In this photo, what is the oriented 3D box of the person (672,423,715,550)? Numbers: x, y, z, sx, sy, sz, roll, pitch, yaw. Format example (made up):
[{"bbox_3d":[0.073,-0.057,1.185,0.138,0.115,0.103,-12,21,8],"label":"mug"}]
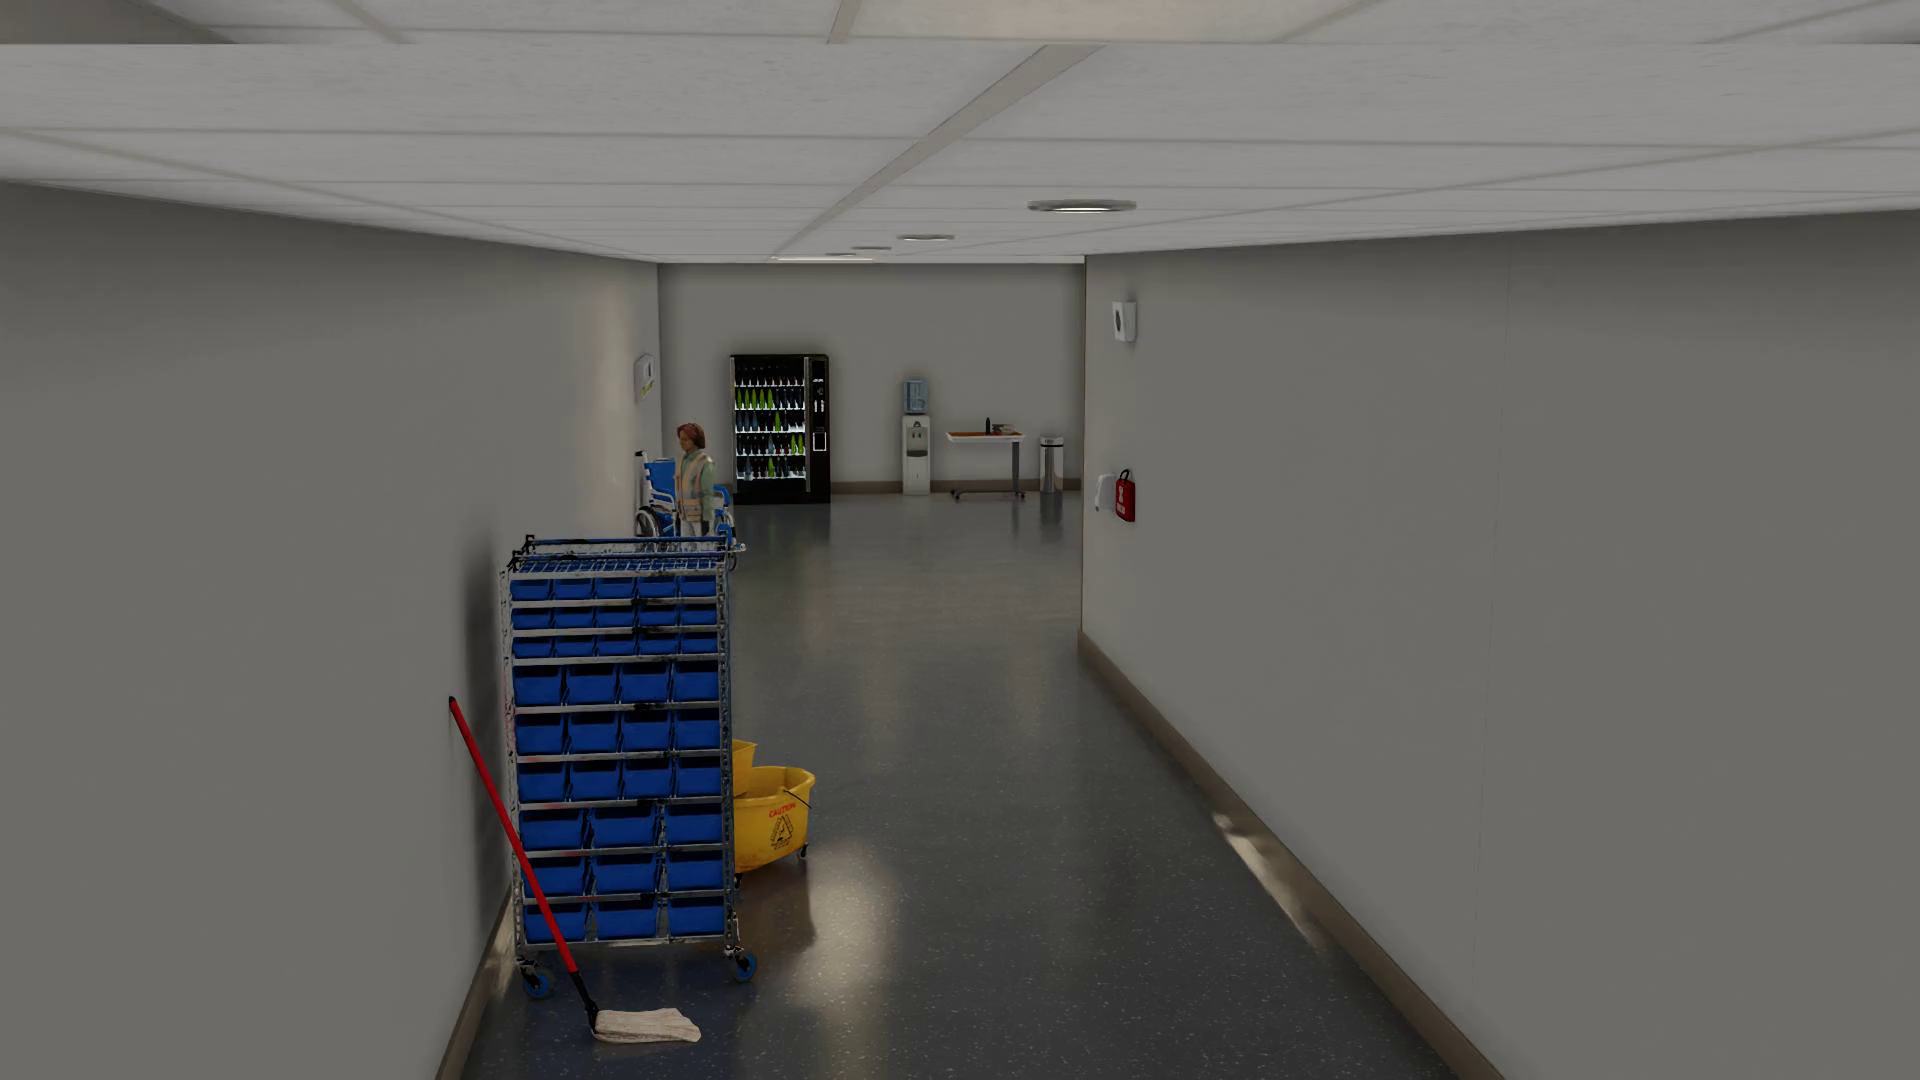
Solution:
[{"bbox_3d":[-2.240,-0.173,14.076,0.312,1.635,0.521,-8,12,-42],"label":"person"}]
